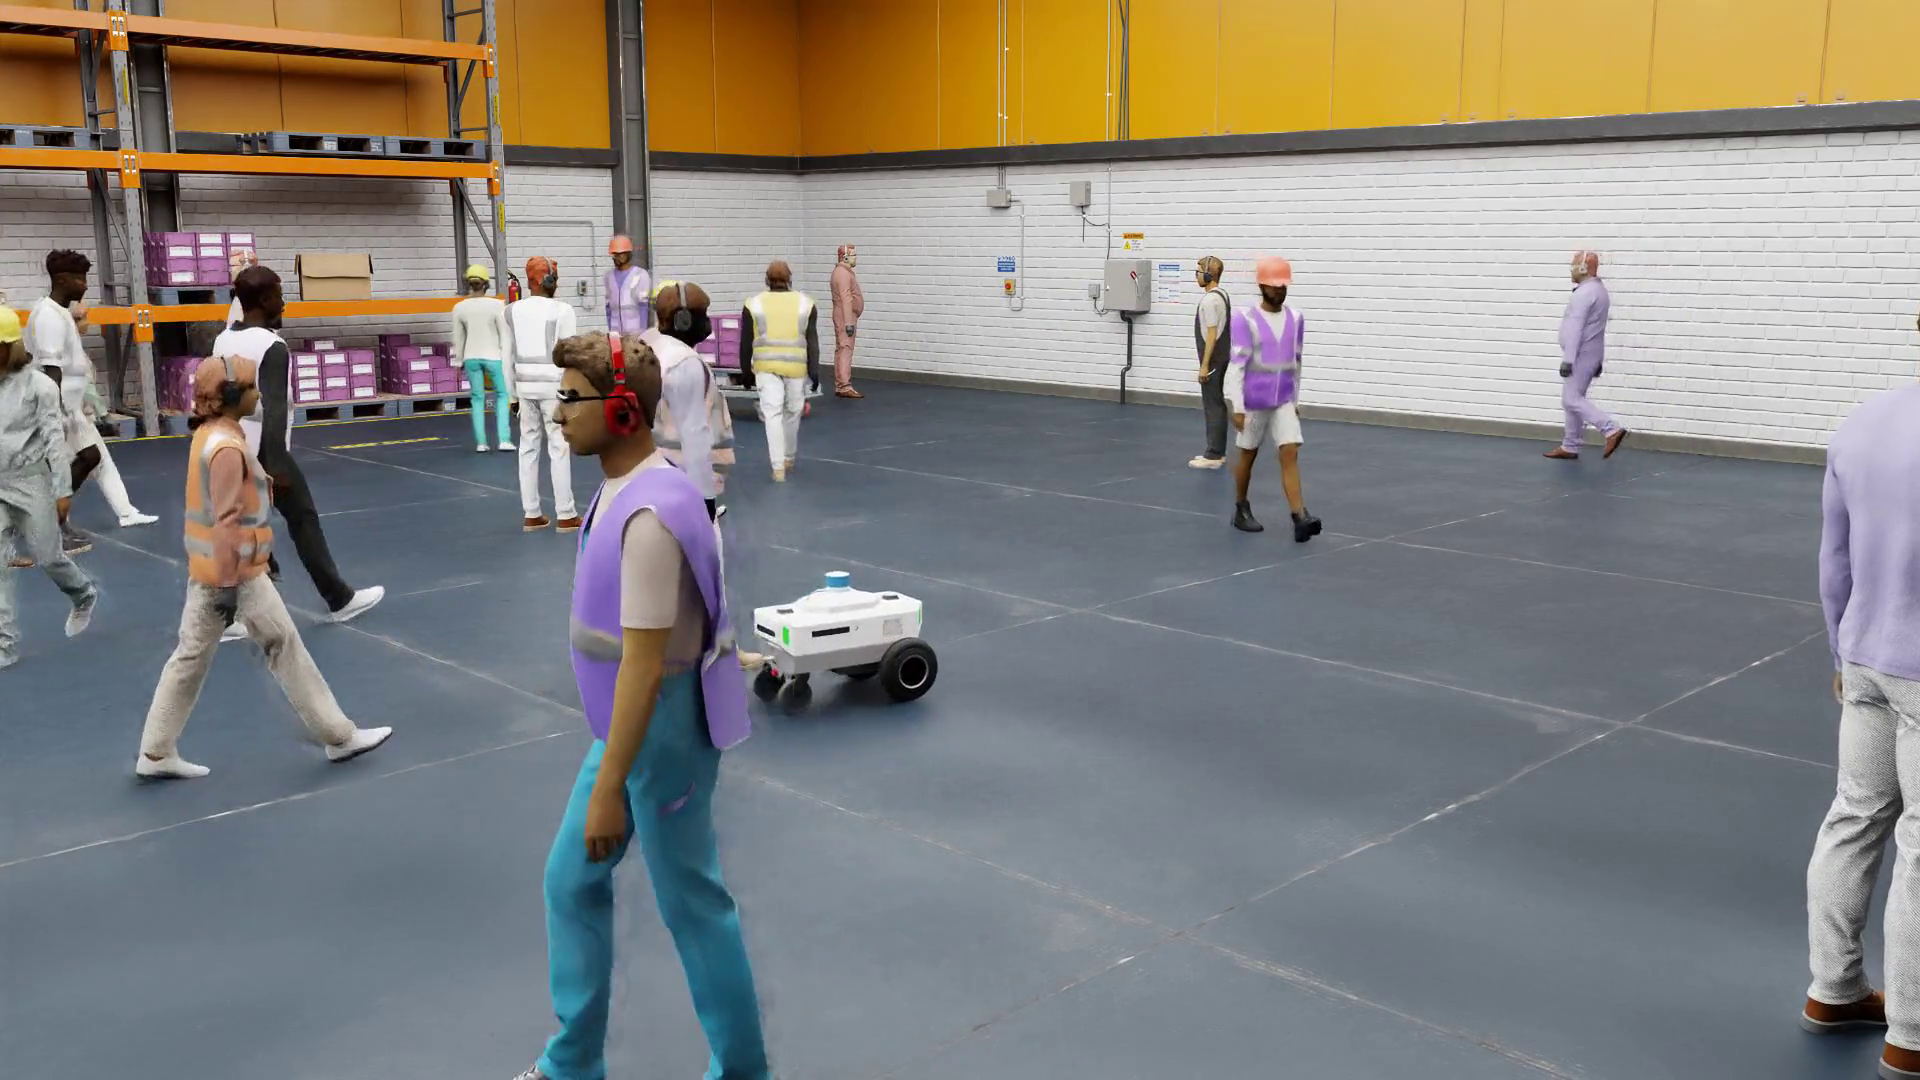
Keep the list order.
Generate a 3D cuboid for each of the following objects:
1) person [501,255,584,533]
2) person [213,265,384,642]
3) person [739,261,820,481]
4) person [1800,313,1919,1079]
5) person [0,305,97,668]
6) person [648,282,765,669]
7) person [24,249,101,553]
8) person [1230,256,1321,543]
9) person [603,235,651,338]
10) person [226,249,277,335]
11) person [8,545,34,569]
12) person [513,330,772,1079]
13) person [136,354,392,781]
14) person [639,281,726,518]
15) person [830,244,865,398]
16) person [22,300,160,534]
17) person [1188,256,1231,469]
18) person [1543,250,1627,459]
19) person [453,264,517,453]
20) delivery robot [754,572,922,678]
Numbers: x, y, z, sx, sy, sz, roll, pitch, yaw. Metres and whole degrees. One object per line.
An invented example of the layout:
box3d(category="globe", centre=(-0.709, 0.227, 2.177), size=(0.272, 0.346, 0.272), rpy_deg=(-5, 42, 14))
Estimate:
box3d(category="person", centre=(-2.838, -0.988, 11.354), size=(0.576, 1.886, 0.362), rpy_deg=(4, 11, 19))
box3d(category="person", centre=(-3.479, -0.446, 8.443), size=(0.614, 1.862, 0.987), rpy_deg=(8, 13, 37))
box3d(category="person", centre=(-1.528, -1.428, 13.988), size=(0.654, 1.794, 0.927), rpy_deg=(-2, 11, -12))
box3d(category="person", centre=(2.325, 0.335, 3.997), size=(0.367, 1.939, 0.635), rpy_deg=(-2, 11, -11))
box3d(category="person", centre=(-4.451, -0.265, 7.916), size=(0.494, 1.714, 0.773), rpy_deg=(0, 10, -1))
box3d(category="person", centre=(-1.303, -0.252, 7.532), size=(0.777, 1.823, 0.631), rpy_deg=(-3, 11, -18))
box3d(category="person", centre=(-5.701, -0.866, 10.545), size=(0.477, 1.932, 0.632), rpy_deg=(-3, 11, -17))
box3d(category="person", centre=(2.073, -0.925, 11.027), size=(0.599, 1.873, 1.026), rpy_deg=(-3, 11, -16))
box3d(category="person", centre=(-3.731, -2.350, 18.435), size=(0.610, 2.022, 0.689), rpy_deg=(4, 11, 20))
box3d(category="person", centre=(-5.917, -1.468, 13.915), size=(0.399, 1.907, 0.644), rpy_deg=(-7, 13, -35))
box3d(category="person", centre=(-5.913, -0.636, 10.121), size=(0.507, 1.631, 0.265), rpy_deg=(6, 12, 28))
box3d(category="person", centre=(-0.788, 0.457, 3.658), size=(0.790, 1.815, 0.611), rpy_deg=(-3, 11, -18))
box3d(category="person", centre=(-2.673, 0.106, 6.197), size=(0.901, 1.588, 0.520), rpy_deg=(-7, 12, -33))
box3d(category="person", centre=(-1.904, -0.860, 11.125), size=(0.916, 1.720, 0.530), rpy_deg=(-10, 15, -44))
box3d(category="person", centre=(-1.407, -2.738, 20.843), size=(0.409, 1.909, 0.639), rpy_deg=(-2, 11, -13))
box3d(category="person", centre=(-5.967, -0.820, 11.237), size=(0.841, 1.594, 0.515), rpy_deg=(-6, 12, -29))
box3d(category="person", centre=(2.182, -1.538, 14.465), size=(0.344, 1.845, 0.506), rpy_deg=(4, 11, 22))
box3d(category="person", centre=(5.622, -1.633, 14.856), size=(0.647, 1.888, 0.648), rpy_deg=(6, 12, 31))
box3d(category="person", centre=(-4.410, -1.672, 15.433), size=(0.563, 1.758, 0.364), rpy_deg=(1, 10, 7))
box3d(category="delivery robot", centre=(-0.532, 0.382, 7.261), size=(0.707, 0.478, 0.477), rpy_deg=(-6, 12, -31))
